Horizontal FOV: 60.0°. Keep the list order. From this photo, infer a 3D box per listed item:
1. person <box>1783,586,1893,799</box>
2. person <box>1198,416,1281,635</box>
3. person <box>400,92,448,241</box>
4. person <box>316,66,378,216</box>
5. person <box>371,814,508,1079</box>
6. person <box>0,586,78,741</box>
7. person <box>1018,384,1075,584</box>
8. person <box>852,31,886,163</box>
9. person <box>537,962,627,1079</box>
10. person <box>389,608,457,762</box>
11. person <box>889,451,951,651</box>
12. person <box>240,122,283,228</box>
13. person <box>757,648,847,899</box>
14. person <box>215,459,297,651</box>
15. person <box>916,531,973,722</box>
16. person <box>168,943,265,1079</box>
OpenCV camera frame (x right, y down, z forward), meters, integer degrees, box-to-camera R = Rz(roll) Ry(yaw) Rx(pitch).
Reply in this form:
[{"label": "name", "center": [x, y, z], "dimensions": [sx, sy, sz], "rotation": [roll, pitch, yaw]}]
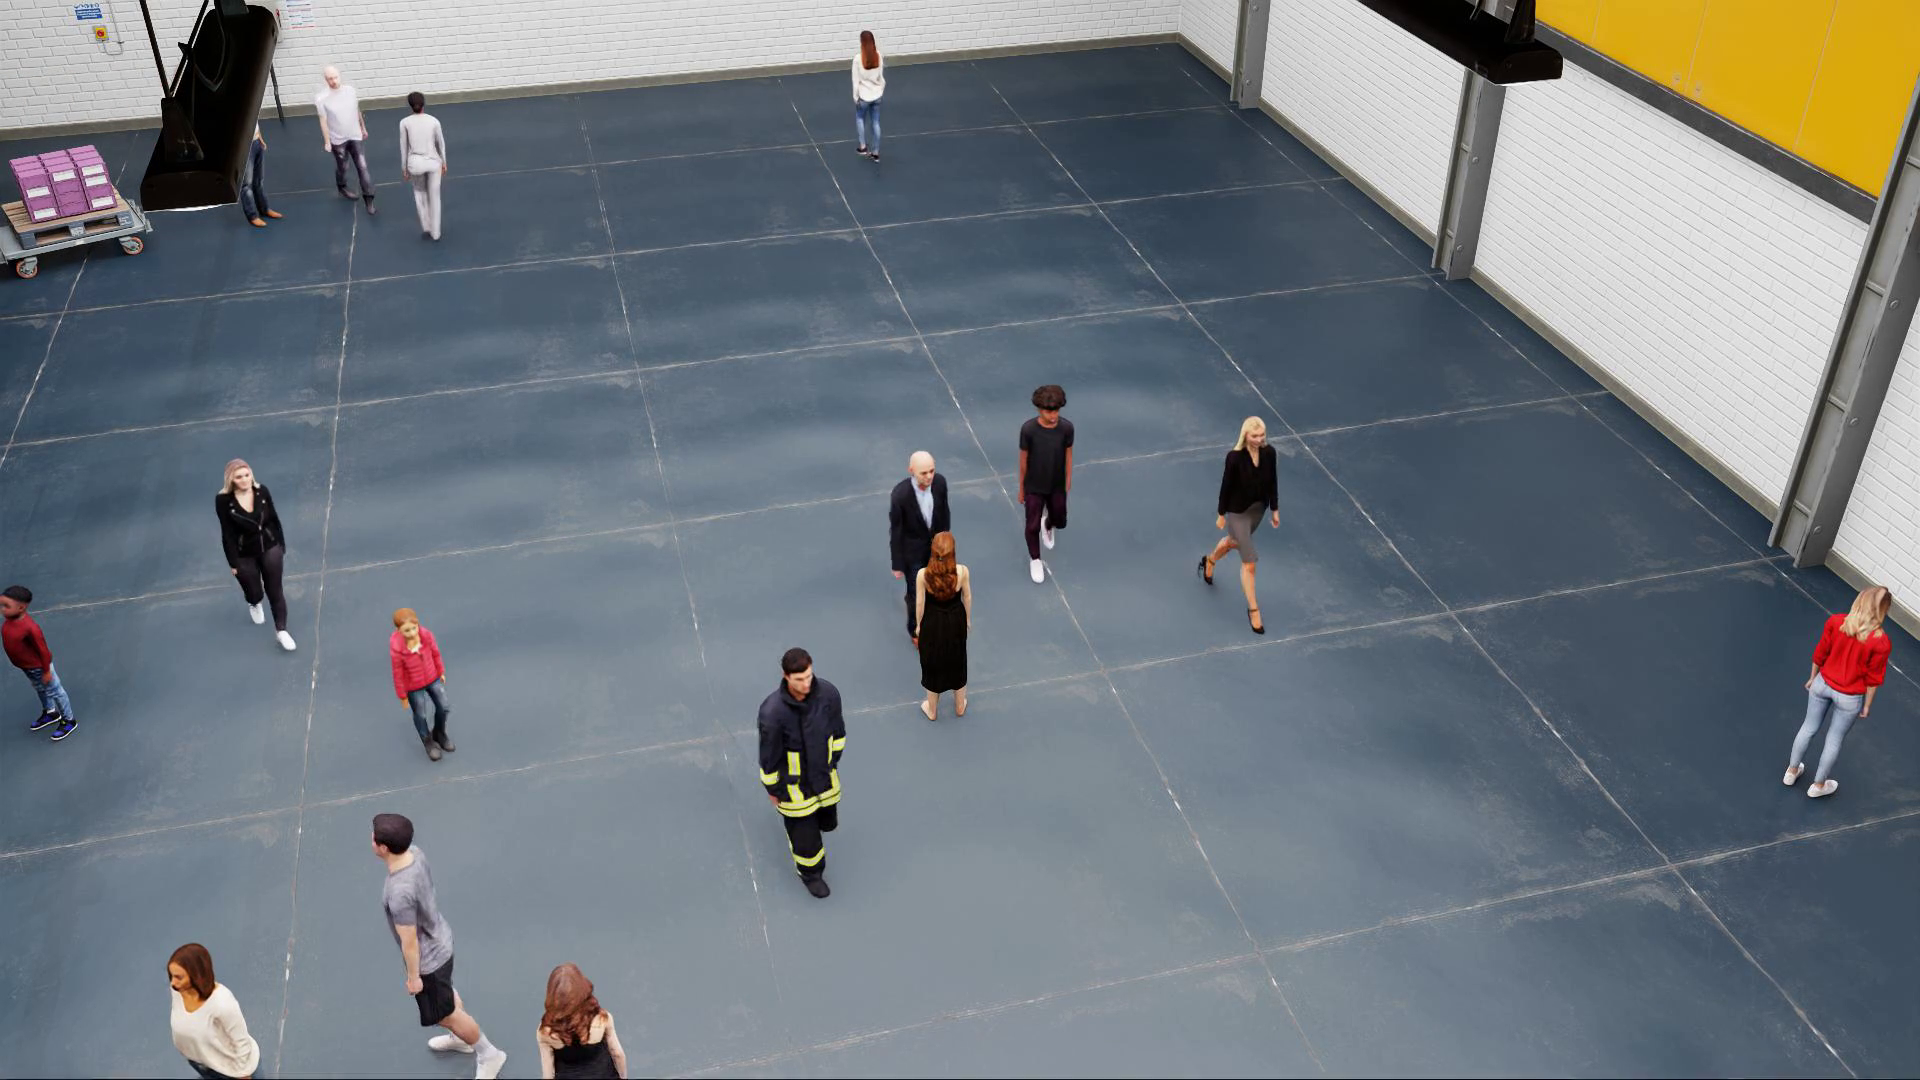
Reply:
[{"label": "person", "center": [6.034, 1.031, 11.421], "dimensions": [0.749, 1.703, 0.594], "rotation": [-24, 40, -31]}, {"label": "person", "center": [2.208, -0.208, 13.198], "dimensions": [0.798, 1.798, 1.236], "rotation": [-15, 37, -22]}, {"label": "person", "center": [-6.275, -4.343, 19.497], "dimensions": [0.680, 1.711, 0.663], "rotation": [-8, 34, -11]}, {"label": "person", "center": [-7.516, -4.915, 20.295], "dimensions": [0.993, 1.781, 1.310], "rotation": [-25, 41, -32]}, {"label": "person", "center": [-2.958, 2.304, 9.357], "dimensions": [0.848, 1.867, 0.690], "rotation": [-12, 36, -18]}, {"label": "person", "center": [-6.717, 0.866, 12.073], "dimensions": [0.589, 1.255, 0.651], "rotation": [18, 38, 25]}, {"label": "person", "center": [0.683, -0.534, 13.719], "dimensions": [0.666, 1.765, 0.846], "rotation": [-5, 34, -7]}, {"label": "person", "center": [-1.140, -5.744, 21.637], "dimensions": [0.651, 1.677, 0.677], "rotation": [-12, 35, -17]}, {"label": "person", "center": [-1.915, 2.910, 8.573], "dimensions": [0.601, 1.724, 1.027], "rotation": [-10, 35, -14]}, {"label": "person", "center": [-3.866, 0.988, 11.841], "dimensions": [0.613, 1.308, 0.631], "rotation": [-27, 42, -34]}, {"label": "person", "center": [-0.344, 0.031, 12.850], "dimensions": [0.853, 1.784, 0.889], "rotation": [-17, 37, -24]}, {"label": "person", "center": [-8.558, -4.722, 19.941], "dimensions": [0.808, 1.851, 0.699], "rotation": [11, 35, 16]}, {"label": "person", "center": [-1.038, 1.424, 10.638], "dimensions": [0.927, 1.915, 1.025], "rotation": [-19, 38, -26]}, {"label": "person", "center": [-5.474, 0.080, 12.879], "dimensions": [0.782, 1.672, 0.920], "rotation": [-22, 40, -30]}, {"label": "person", "center": [-0.121, 0.627, 12.098], "dimensions": [0.569, 1.625, 0.572], "rotation": [-6, 34, -10]}, {"label": "person", "center": [-3.910, 2.747, 8.856], "dimensions": [0.698, 1.683, 0.749], "rotation": [16, 37, 23]}]
